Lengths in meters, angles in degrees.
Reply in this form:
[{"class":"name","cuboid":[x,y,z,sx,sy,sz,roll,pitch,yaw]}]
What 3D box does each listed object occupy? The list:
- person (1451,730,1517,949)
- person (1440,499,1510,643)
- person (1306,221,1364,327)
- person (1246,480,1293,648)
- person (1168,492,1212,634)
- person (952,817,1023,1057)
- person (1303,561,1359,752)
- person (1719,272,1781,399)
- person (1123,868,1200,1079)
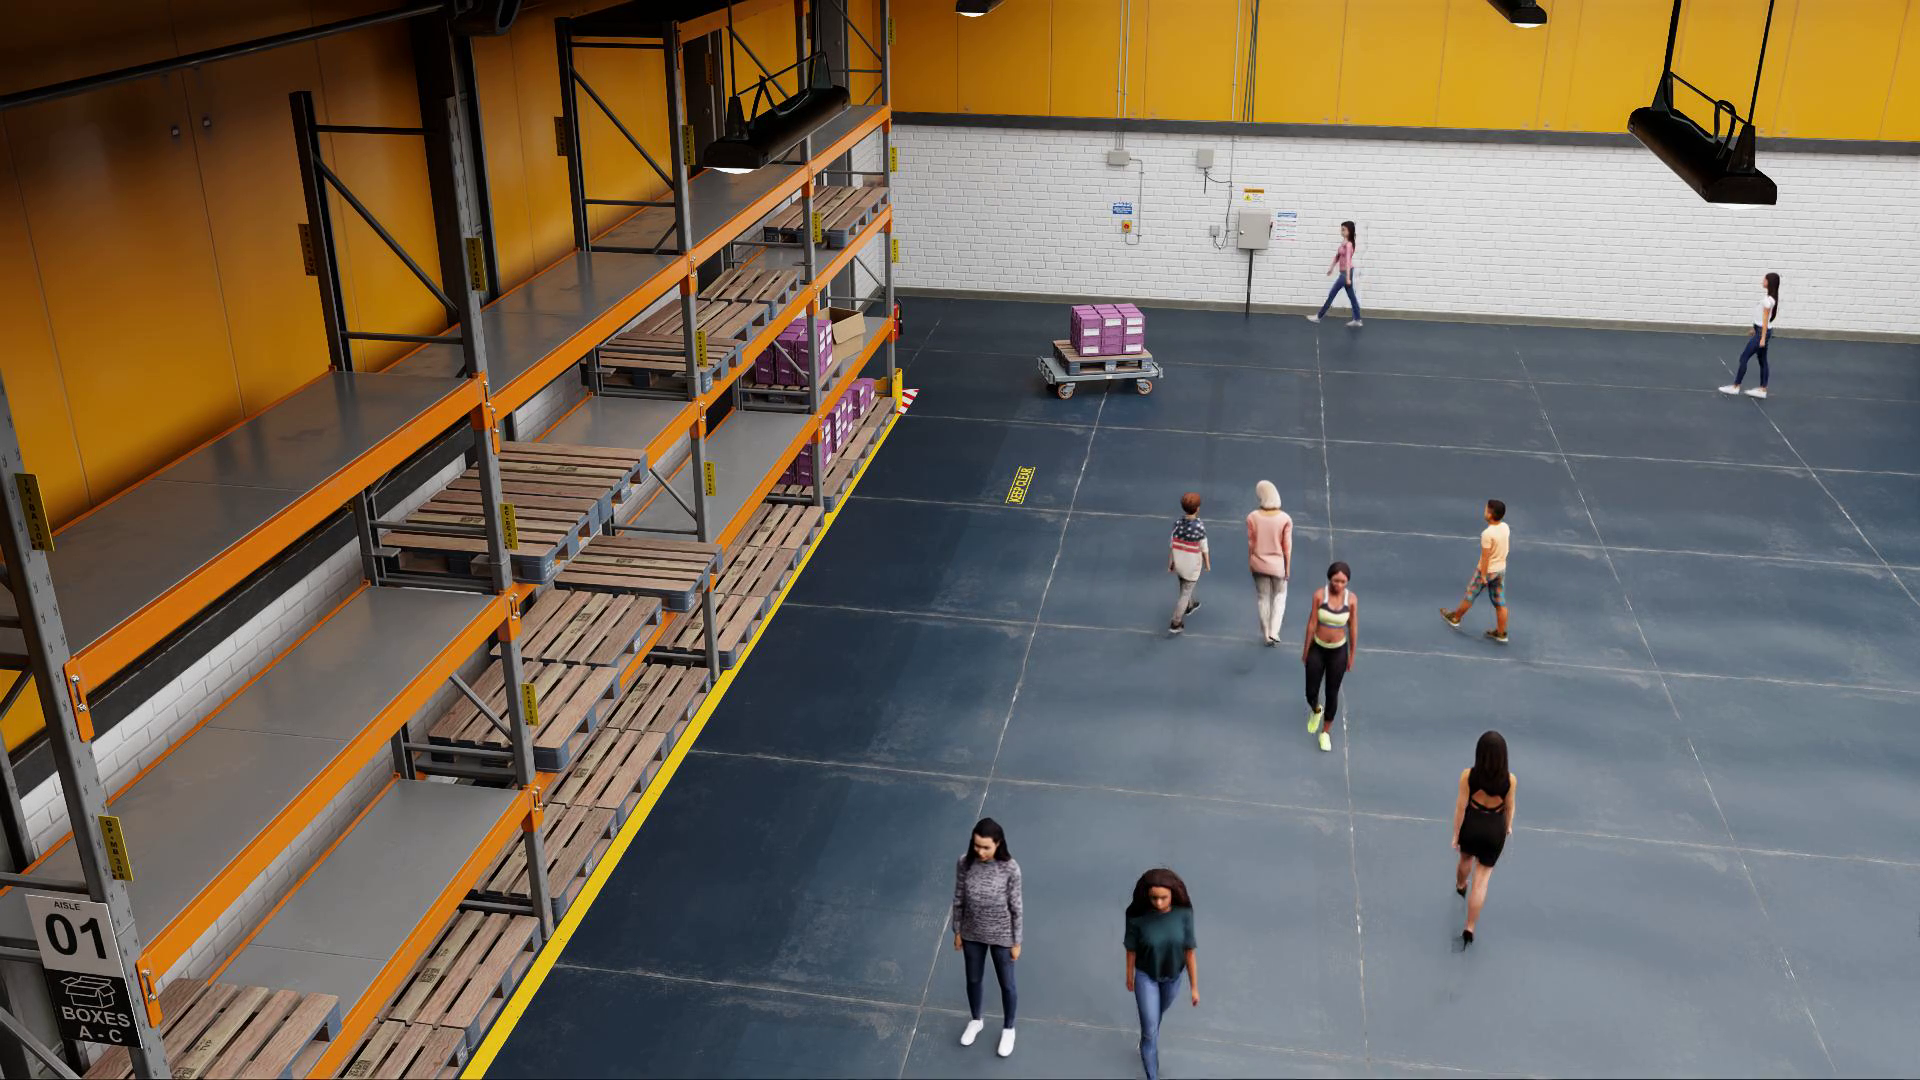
[{"class":"person","cuboid":[3.704,2.162,11.810,0.670,1.613,1.020,9,25,19]},{"class":"person","cuboid":[5.249,0.326,16.237,0.911,1.432,0.990,-14,27,-29]},{"class":"person","cuboid":[6.133,-4.161,26.166,0.732,1.701,1.035,6,24,13]},{"class":"person","cuboid":[2.944,0.277,16.019,0.632,1.697,0.677,8,25,18]},{"class":"person","cuboid":[2.231,0.245,16.452,0.819,1.409,1.024,17,29,34]},{"class":"person","cuboid":[0.194,2.538,10.803,0.642,1.731,0.572,7,25,16]},{"class":"person","cuboid":[3.194,0.954,14.408,0.604,1.746,0.656,5,24,12]},{"class":"person","cuboid":[11.181,-2.803,22.989,0.855,1.757,0.878,13,27,27]},{"class":"person","cuboid":[1.241,2.718,10.569,0.801,1.590,1.032,-4,24,-9]}]
